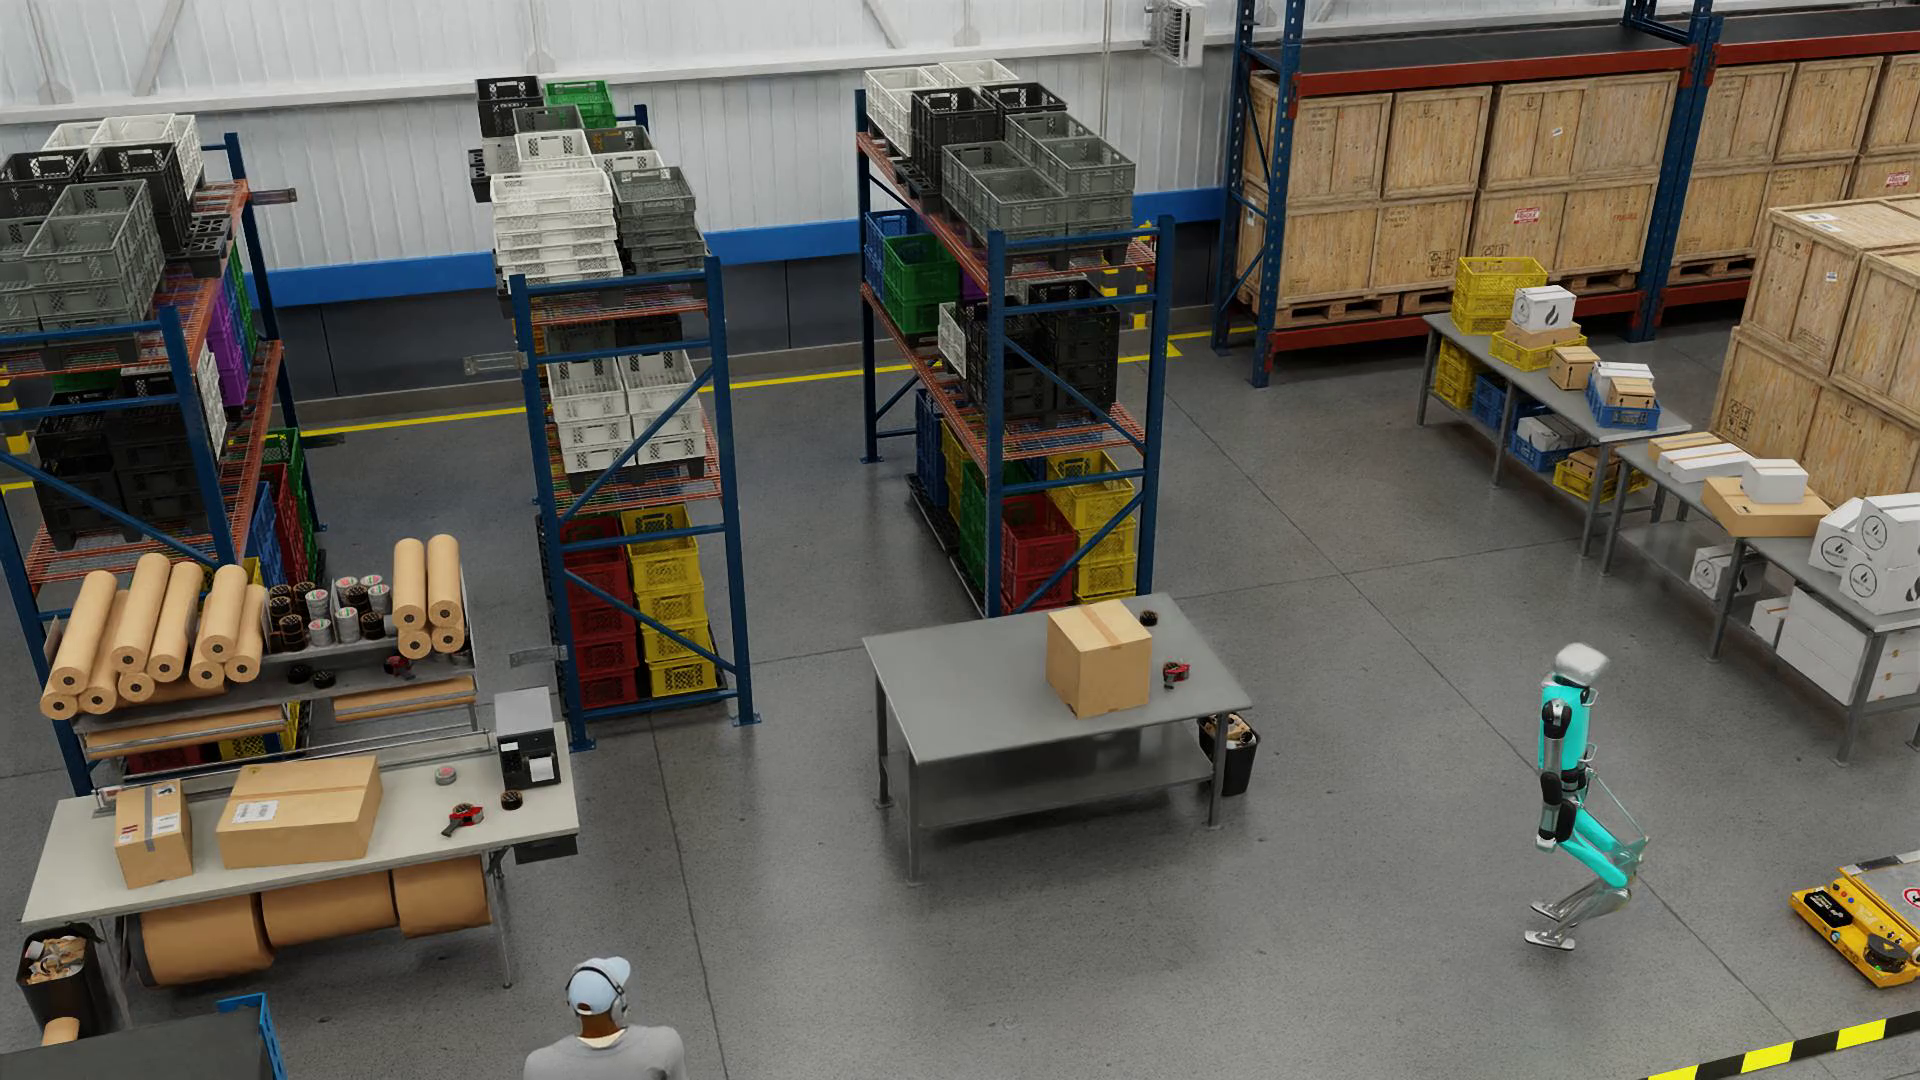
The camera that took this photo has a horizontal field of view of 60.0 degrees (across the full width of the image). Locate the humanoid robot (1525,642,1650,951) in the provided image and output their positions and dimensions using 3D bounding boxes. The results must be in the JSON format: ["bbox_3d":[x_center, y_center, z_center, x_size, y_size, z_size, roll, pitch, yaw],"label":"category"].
[{"bbox_3d":[3.114,1.308,8.117,0.735,1.677,0.533,15,32,26],"label":"humanoid robot"}]

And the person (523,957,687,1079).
[{"bbox_3d":[-1.297,2.315,6.307,0.592,1.849,0.395,-8,30,-14],"label":"person"}]

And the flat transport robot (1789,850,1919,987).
[{"bbox_3d":[5.163,1.916,8.676,1.431,0.231,0.659,-8,30,-14],"label":"flat transport robot"}]
